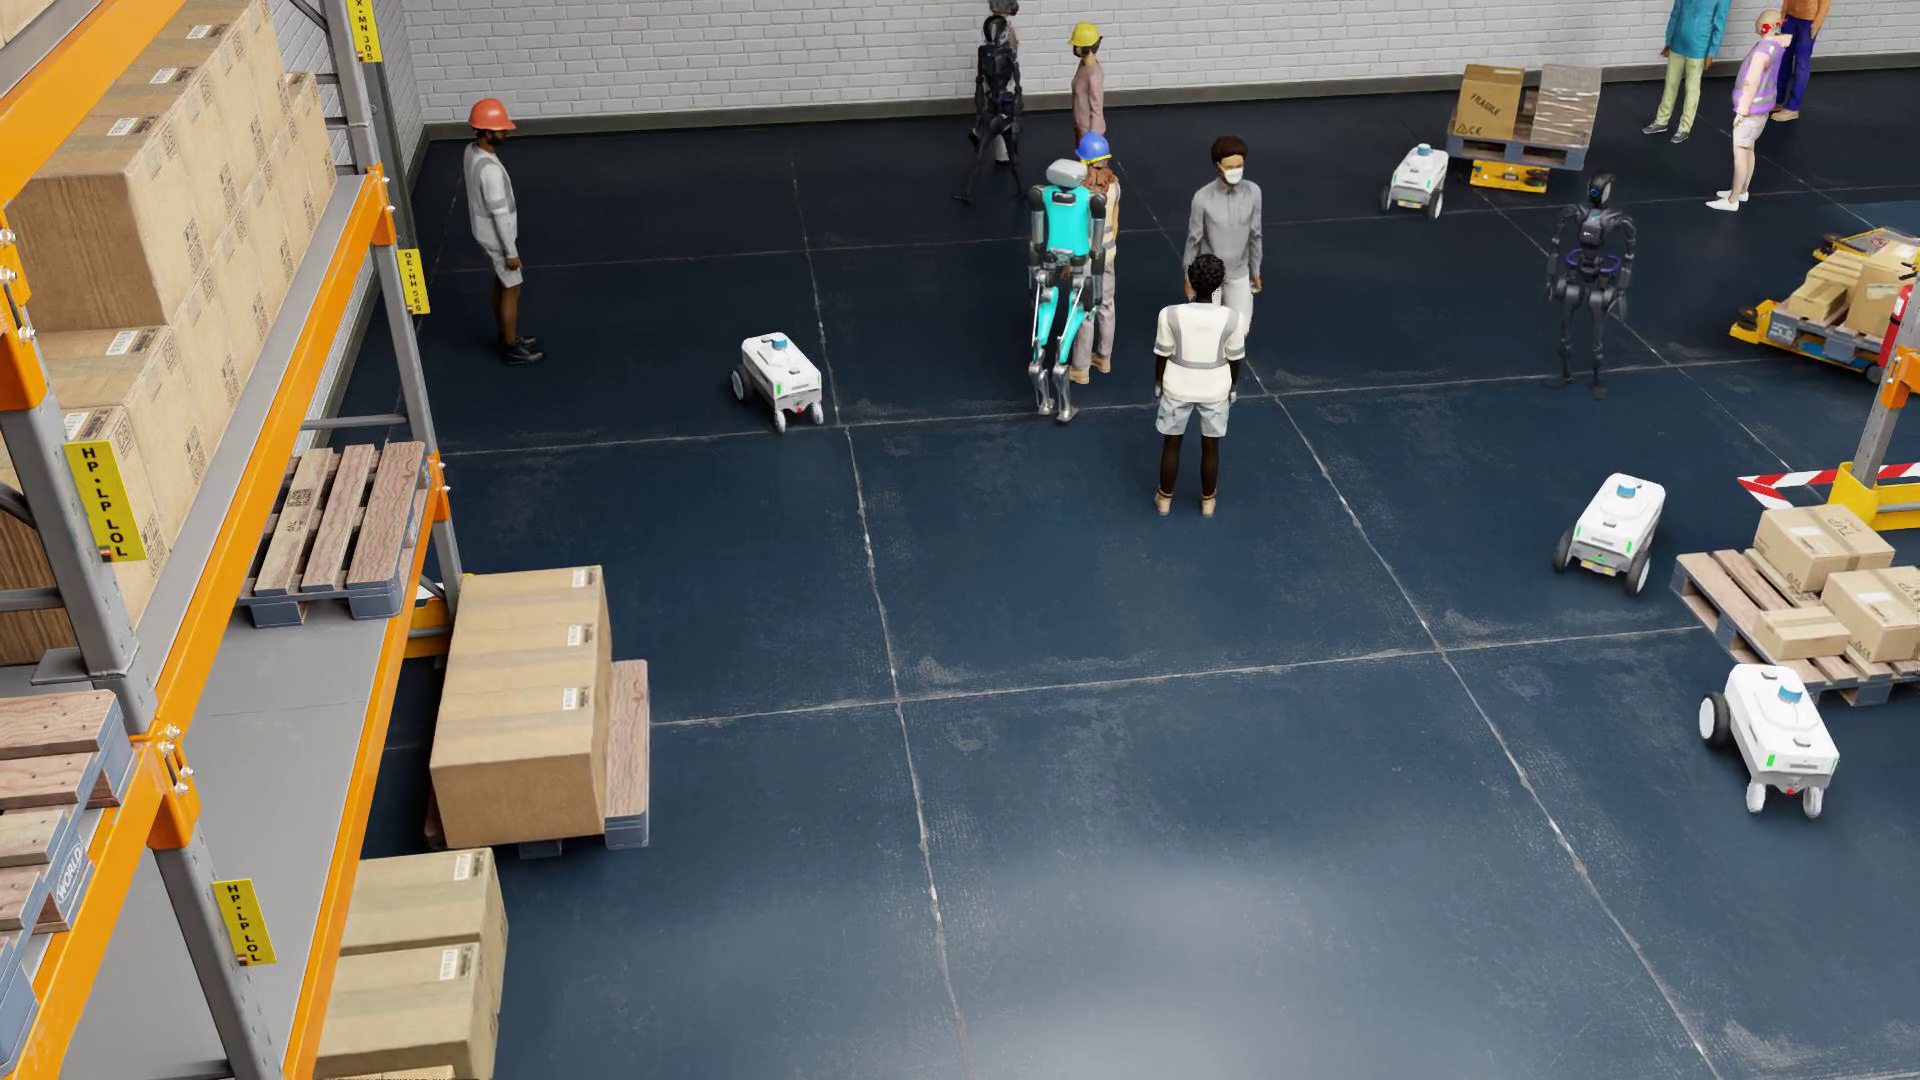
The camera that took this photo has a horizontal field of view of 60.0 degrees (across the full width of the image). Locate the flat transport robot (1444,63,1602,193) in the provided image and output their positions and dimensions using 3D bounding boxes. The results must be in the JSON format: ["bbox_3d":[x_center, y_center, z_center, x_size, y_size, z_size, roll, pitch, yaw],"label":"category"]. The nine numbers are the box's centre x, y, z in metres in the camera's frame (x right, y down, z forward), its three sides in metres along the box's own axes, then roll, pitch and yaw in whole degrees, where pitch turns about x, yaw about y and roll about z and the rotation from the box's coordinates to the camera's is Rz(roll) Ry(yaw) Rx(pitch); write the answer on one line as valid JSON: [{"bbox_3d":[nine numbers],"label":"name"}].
[{"bbox_3d":[5.084,-3.537,15.273,0.659,0.231,1.431,11,35,16],"label":"flat transport robot"}]

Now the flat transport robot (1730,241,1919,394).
[{"bbox_3d":[6.437,-1.439,12.058,1.431,0.231,0.659,28,42,36],"label":"flat transport robot"}]

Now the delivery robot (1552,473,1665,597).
[{"bbox_3d":[3.825,-0.065,9.696,0.499,0.602,0.795,21,38,28],"label":"delivery robot"}]

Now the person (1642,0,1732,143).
[{"bbox_3d":[6.823,-4.618,15.569,0.339,1.750,0.564,-18,37,-26],"label":"person"}]

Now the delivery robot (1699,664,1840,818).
[{"bbox_3d":[4.000,0.935,8.172,0.499,0.610,0.788,3,33,5],"label":"delivery robot"}]

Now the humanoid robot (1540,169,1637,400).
[{"bbox_3d":[4.246,-1.734,11.227,0.608,1.630,0.404,22,39,30],"label":"humanoid robot"}]

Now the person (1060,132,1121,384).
[{"bbox_3d":[0.888,-1.930,11.427,0.471,1.778,0.310,-27,42,-35],"label":"person"}]

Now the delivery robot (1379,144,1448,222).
[{"bbox_3d":[3.965,-3.130,14.360,0.499,0.565,0.745,15,36,22],"label":"delivery robot"}]

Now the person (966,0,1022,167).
[{"bbox_3d":[0.333,-4.165,14.941,0.442,1.670,0.461,1,33,2],"label":"person"}]

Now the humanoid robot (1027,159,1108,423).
[{"bbox_3d":[0.615,-1.547,10.827,0.548,1.749,0.680,13,35,18],"label":"humanoid robot"}]

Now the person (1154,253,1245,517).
[{"bbox_3d":[1.406,-0.899,9.926,0.533,1.693,0.320,3,33,5],"label":"person"}]

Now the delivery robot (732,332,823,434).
[{"bbox_3d":[-1.221,-1.115,11.312,0.499,0.609,0.805,-15,36,-22],"label":"delivery robot"}]

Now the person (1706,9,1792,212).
[{"bbox_3d":[6.732,-3.655,14.158,0.357,1.684,0.486,23,39,31],"label":"person"}]

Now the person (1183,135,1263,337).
[{"bbox_3d":[1.753,-1.810,11.148,0.558,1.884,0.547,-7,34,-10],"label":"person"}]

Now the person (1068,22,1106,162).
[{"bbox_3d":[1.023,-3.349,13.617,0.326,1.765,0.524,-5,33,-7],"label":"person"}]

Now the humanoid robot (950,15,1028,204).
[{"bbox_3d":[0.305,-3.613,14.136,0.749,1.630,0.606,-25,40,-33],"label":"humanoid robot"}]

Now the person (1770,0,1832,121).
[{"bbox_3d":[8.136,-5.069,16.070,0.404,1.972,0.519,-11,35,-16],"label":"person"}]

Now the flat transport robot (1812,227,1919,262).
[{"bbox_3d":[7.549,-2.106,13.080,0.659,0.231,1.431,-16,37,-23],"label":"flat transport robot"}]

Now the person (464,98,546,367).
[{"bbox_3d":[-3.194,-2.135,11.612,0.387,1.924,0.549,-16,36,-23],"label":"person"}]
